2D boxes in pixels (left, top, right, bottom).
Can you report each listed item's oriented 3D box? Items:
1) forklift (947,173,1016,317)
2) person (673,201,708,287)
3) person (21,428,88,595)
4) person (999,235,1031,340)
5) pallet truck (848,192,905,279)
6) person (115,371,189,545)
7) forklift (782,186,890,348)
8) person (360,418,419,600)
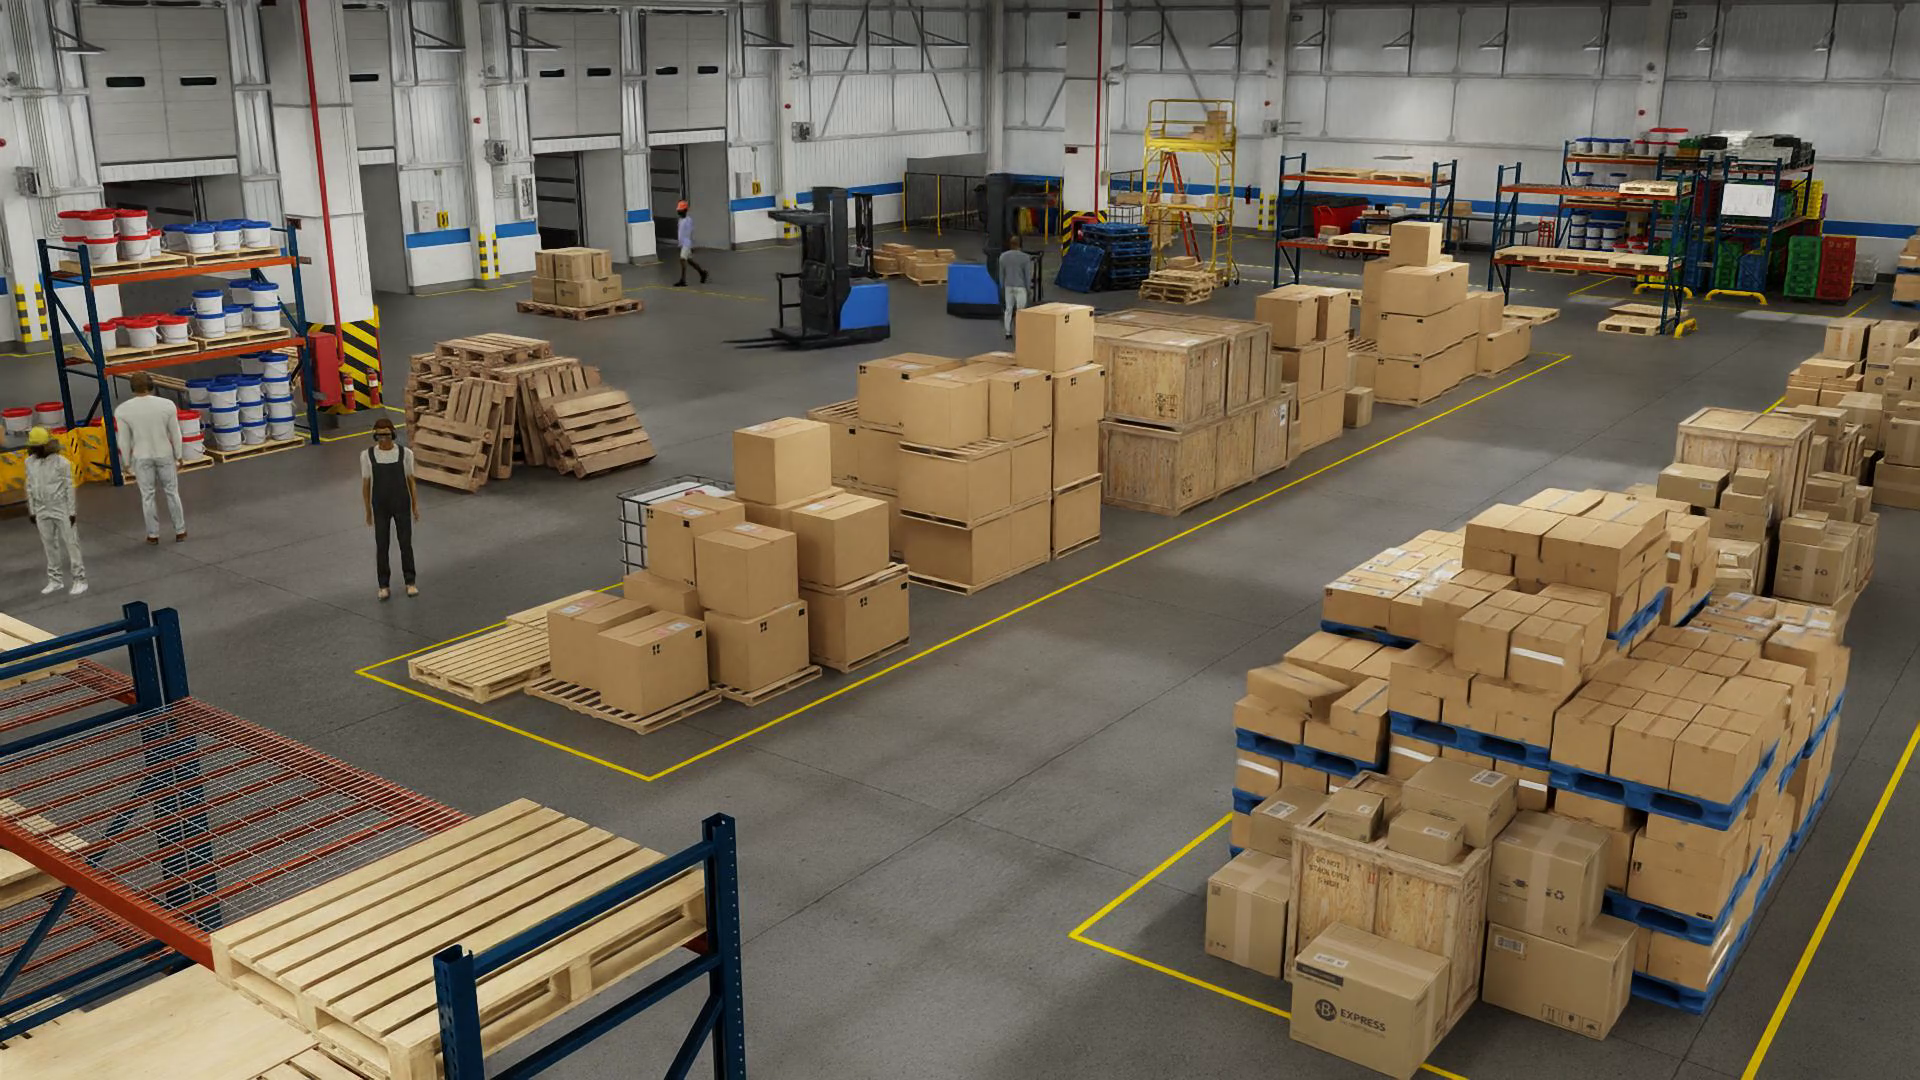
[{"bbox_3d":[0.724,-5.918,33.369,1.873,2.768,1.129,3,17,8],"label":"forklift"},{"bbox_3d":[-6.121,-6.711,37.643,0.814,1.920,0.544,-10,19,-30],"label":"person"},{"bbox_3d":[-9.124,-0.285,16.703,0.505,1.736,0.396,1,17,2],"label":"person"},{"bbox_3d":[1.029,-4.674,30.863,0.629,1.936,0.373,6,18,20],"label":"person"},{"bbox_3d":[-1.936,-7.159,38.982,1.885,1.965,0.823,-12,21,-34],"label":"pallet truck"},{"bbox_3d":[-8.908,-0.898,18.360,0.627,1.935,0.372,-8,19,-25],"label":"person"},{"bbox_3d":[-2.326,-5.038,30.458,1.873,2.768,1.129,-9,19,-28],"label":"forklift"},{"bbox_3d":[-5.664,-0.317,16.587,0.506,1.845,0.345,-6,18,-19],"label":"person"}]
